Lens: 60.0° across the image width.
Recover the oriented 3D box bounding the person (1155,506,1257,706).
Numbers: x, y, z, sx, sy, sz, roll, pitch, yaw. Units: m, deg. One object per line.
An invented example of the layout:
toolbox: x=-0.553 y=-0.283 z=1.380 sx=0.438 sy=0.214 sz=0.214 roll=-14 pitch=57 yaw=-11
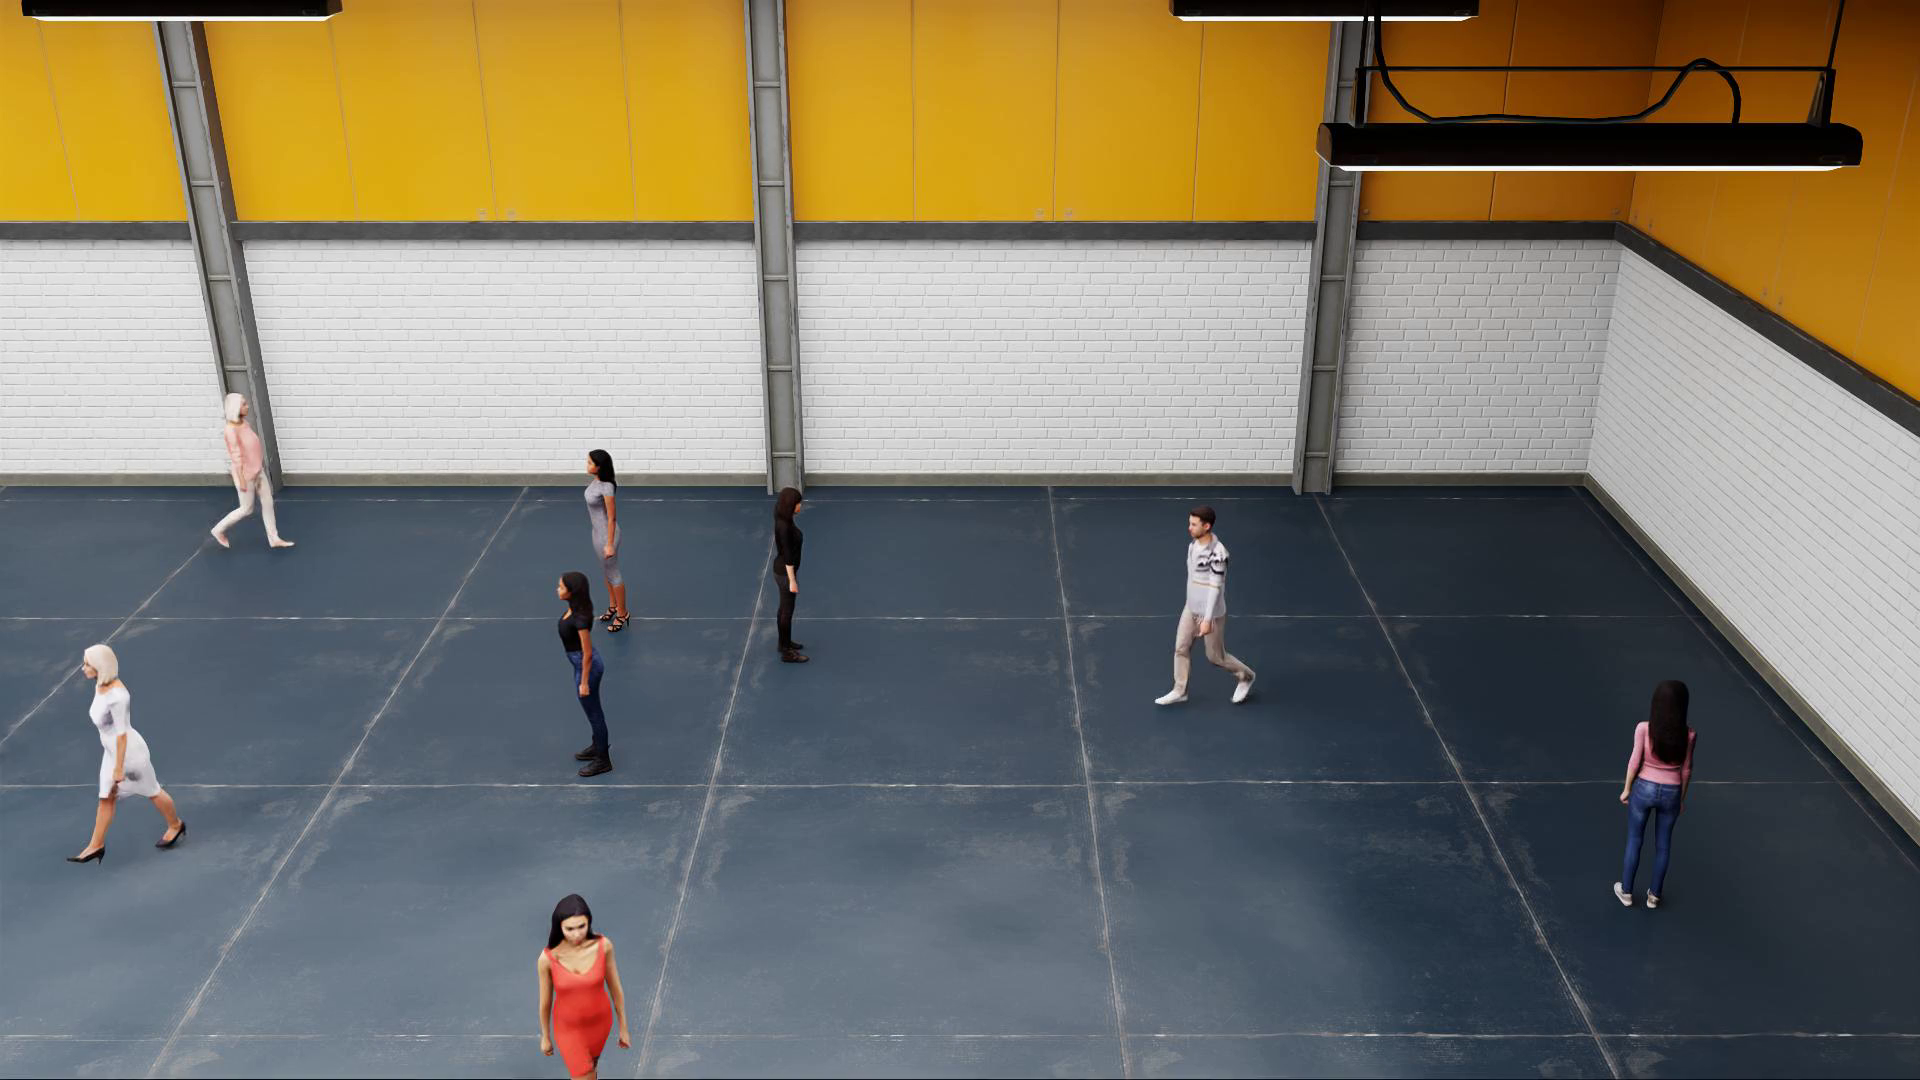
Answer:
person: x=2.163 y=0.568 z=14.089 sx=1.204 sy=1.846 sz=0.968 roll=-10 pitch=26 yaw=-22

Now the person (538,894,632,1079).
person: x=-2.144 y=2.719 z=9.394 sx=1.159 sy=1.664 sz=1.052 roll=-13 pitch=27 yaw=-27

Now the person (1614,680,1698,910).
person: x=4.811 y=1.756 z=11.502 sx=0.534 sy=1.741 sz=0.686 roll=6 pitch=24 yaw=14

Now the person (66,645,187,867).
person: x=-5.962 y=1.532 z=12.055 sx=1.022 sy=1.708 sz=1.073 roll=21 pitch=31 yaw=39

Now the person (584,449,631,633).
person: x=-3.286 y=-0.008 z=15.487 sx=0.658 sy=1.781 sz=0.665 roll=-11 pitch=26 yaw=-23

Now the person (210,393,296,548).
person: x=-7.413 y=-0.679 z=17.119 sx=1.027 sy=1.702 sz=0.625 roll=-1 pitch=24 yaw=-3

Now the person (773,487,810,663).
person: x=-1.567 y=0.298 z=14.963 sx=0.559 sy=1.640 sz=0.618 roll=-4 pitch=24 yaw=-10

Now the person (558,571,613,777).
person: x=-2.953 y=1.038 z=13.147 sx=0.613 sy=1.738 sz=0.619 roll=-6 pitch=24 yaw=-13
